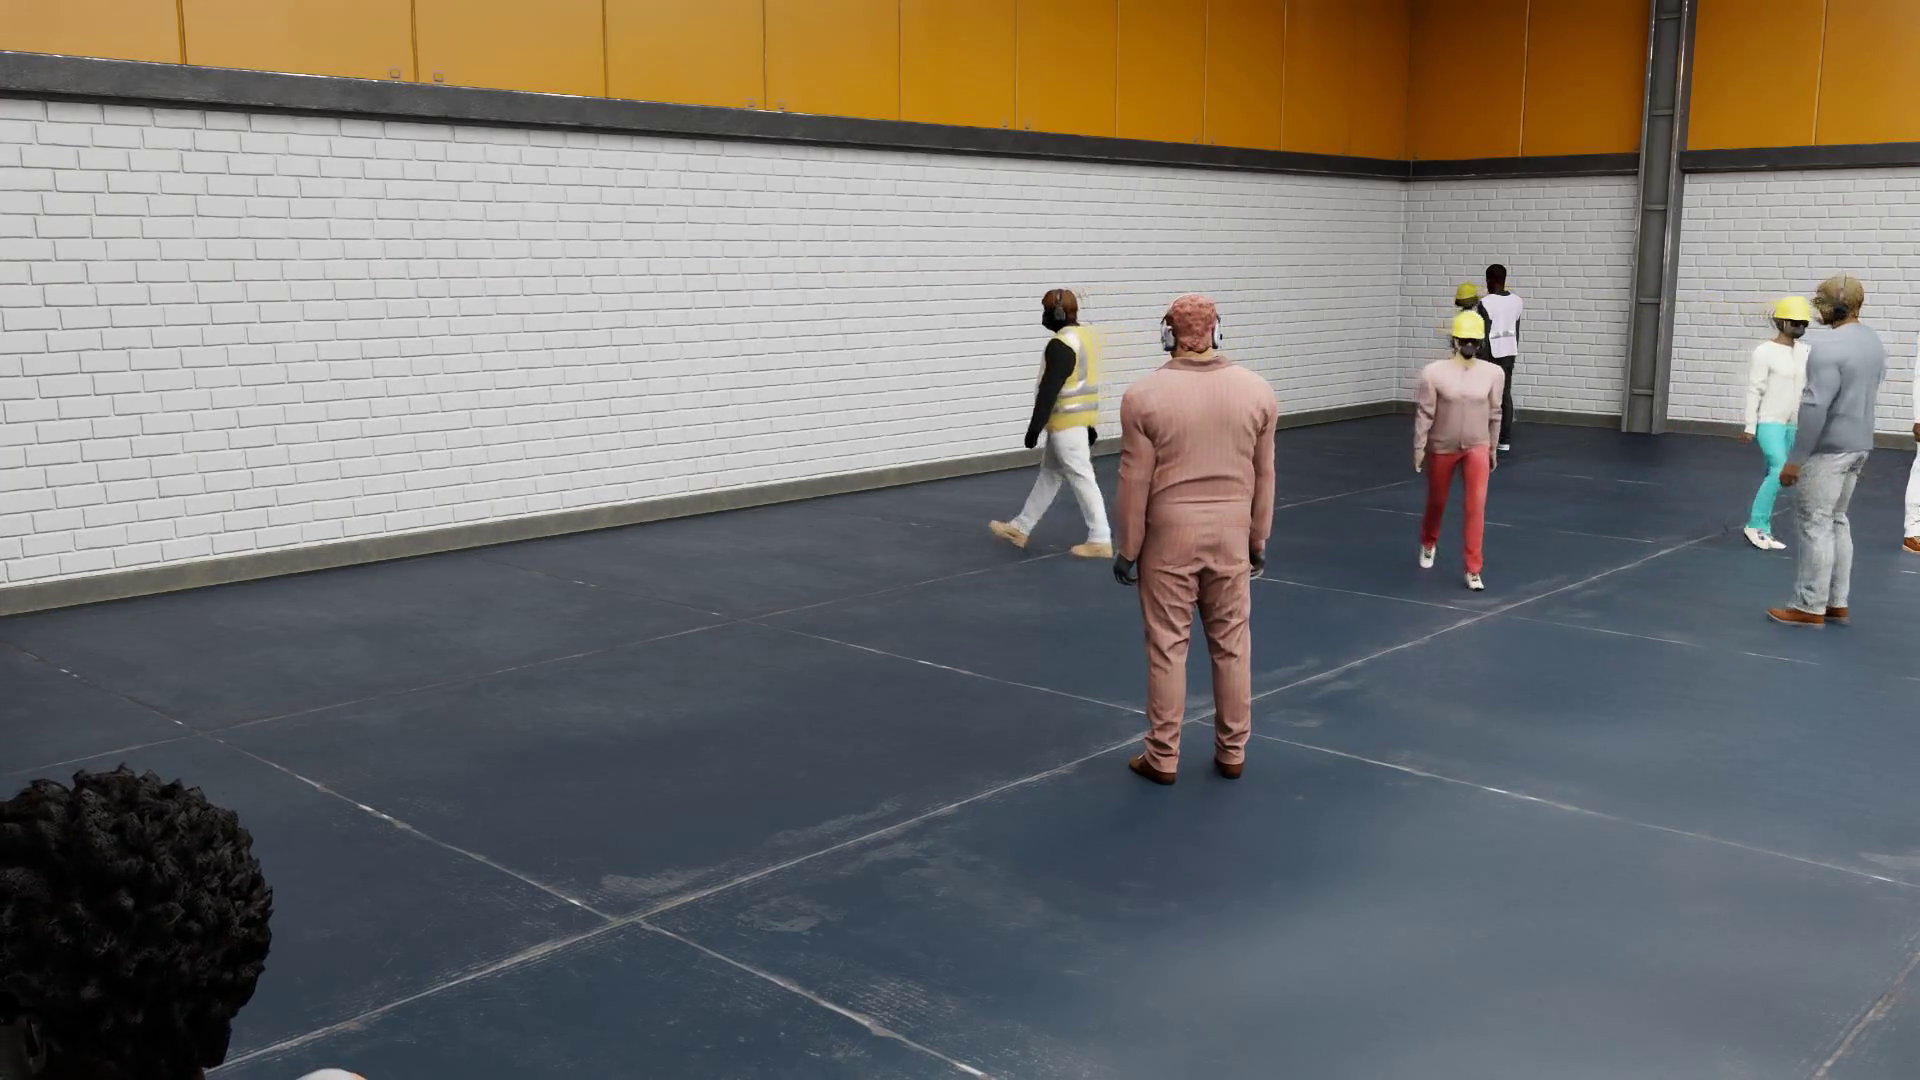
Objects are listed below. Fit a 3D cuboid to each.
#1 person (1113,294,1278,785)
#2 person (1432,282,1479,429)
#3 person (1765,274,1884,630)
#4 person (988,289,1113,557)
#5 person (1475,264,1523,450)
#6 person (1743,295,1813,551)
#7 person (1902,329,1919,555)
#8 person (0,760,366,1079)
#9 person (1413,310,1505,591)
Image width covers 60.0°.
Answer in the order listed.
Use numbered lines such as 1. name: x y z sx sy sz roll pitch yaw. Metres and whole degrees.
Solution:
1. person: 0.898 0.004 6.463 0.636 1.902 0.405 -2 10 -12
2. person: 5.850 -2.089 18.962 0.790 1.696 0.552 1 10 4
3. person: 4.744 -0.465 9.044 0.674 1.929 0.380 -8 13 -38
4. person: 0.640 -0.786 11.247 0.951 1.791 0.631 3 10 17
5. person: 5.478 -1.852 16.989 0.588 1.914 0.392 -6 12 -33
6. person: 5.630 -0.790 11.391 0.536 1.749 0.439 -5 11 -27
7. person: 6.719 -0.836 11.283 0.576 1.886 0.362 -2 10 -11
8. person: -0.606 1.009 1.336 0.319 1.691 0.535 3 10 16
9. person: 3.109 -0.601 10.458 0.534 1.708 0.953 1 10 7
